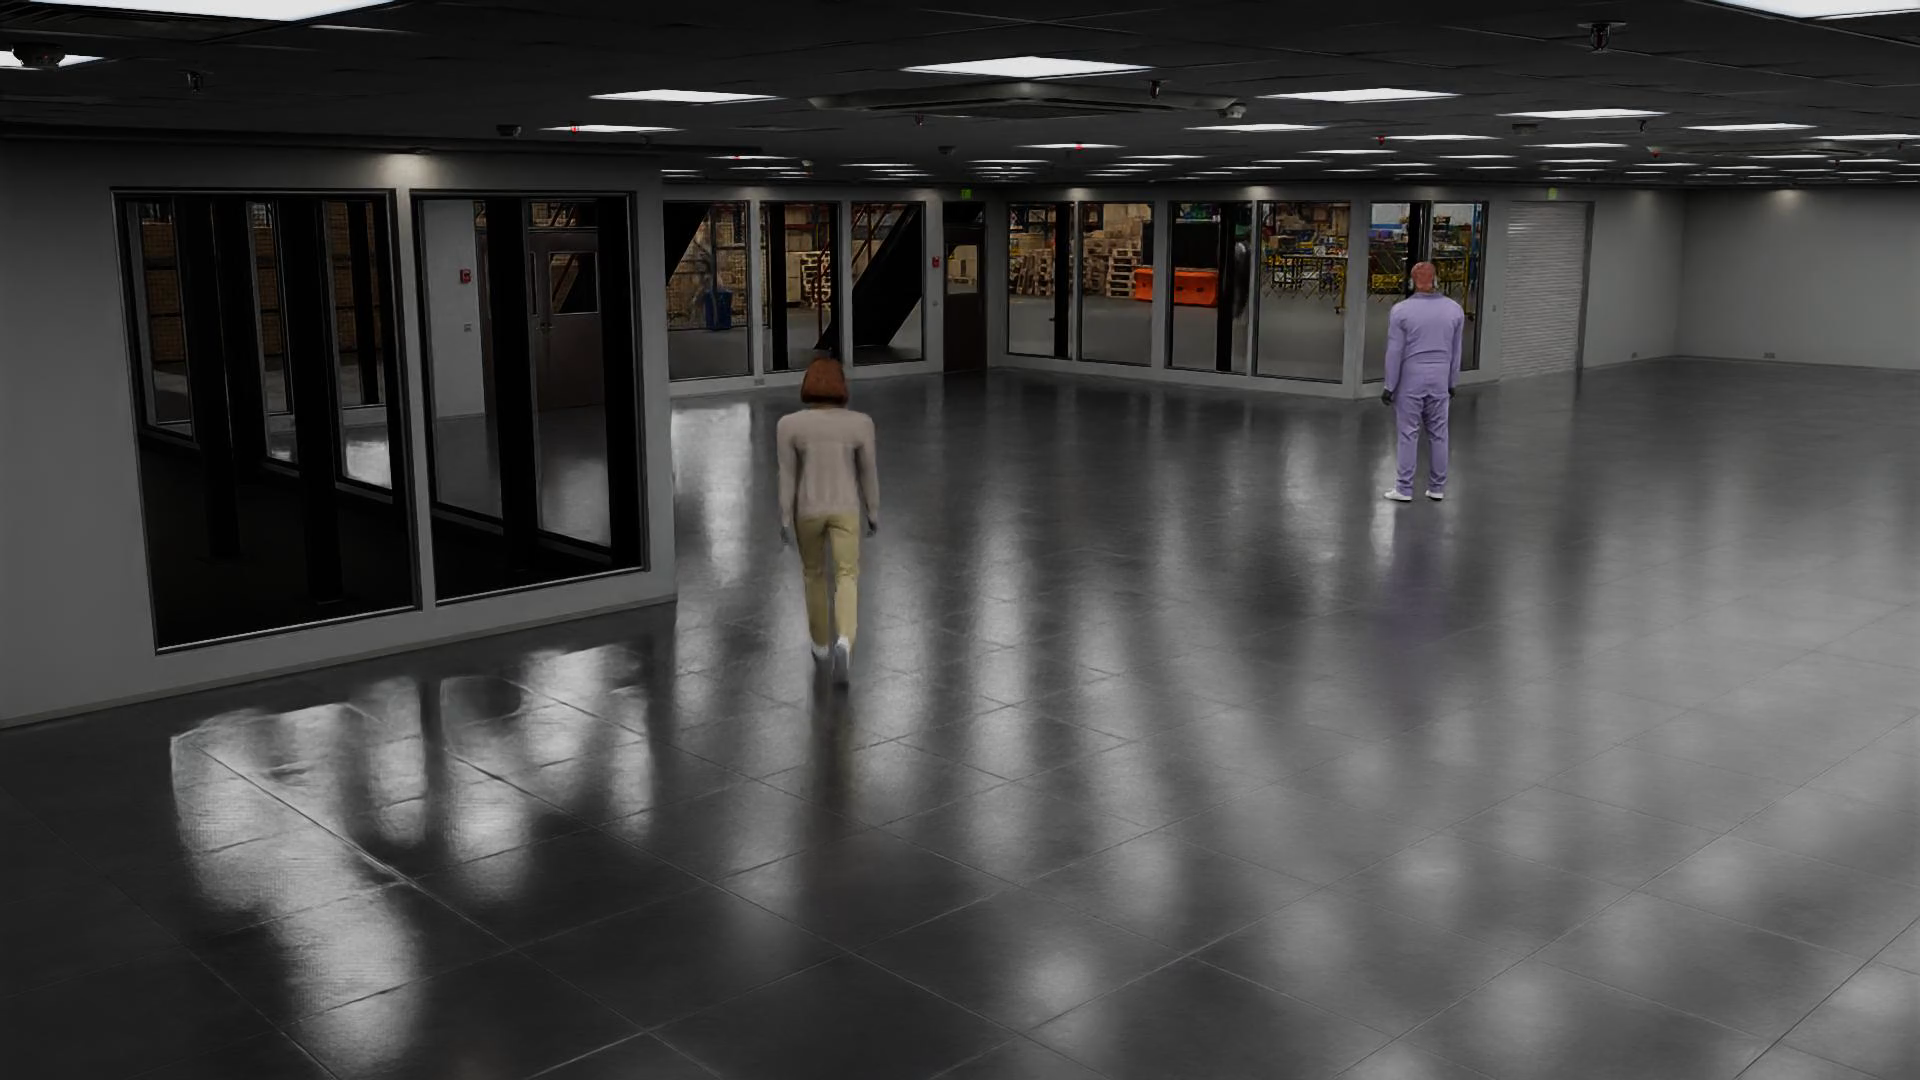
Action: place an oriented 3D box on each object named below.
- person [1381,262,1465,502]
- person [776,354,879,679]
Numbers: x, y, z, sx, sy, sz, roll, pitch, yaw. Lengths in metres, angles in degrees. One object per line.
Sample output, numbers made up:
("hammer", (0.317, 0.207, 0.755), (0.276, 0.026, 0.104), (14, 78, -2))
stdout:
("person", (3.656, -1.247, 13.228), (0.636, 1.903, 0.405), (-2, 12, -11))
("person", (-0.659, -0.122, 8.334), (0.509, 1.606, 0.746), (-1, 11, -5))
